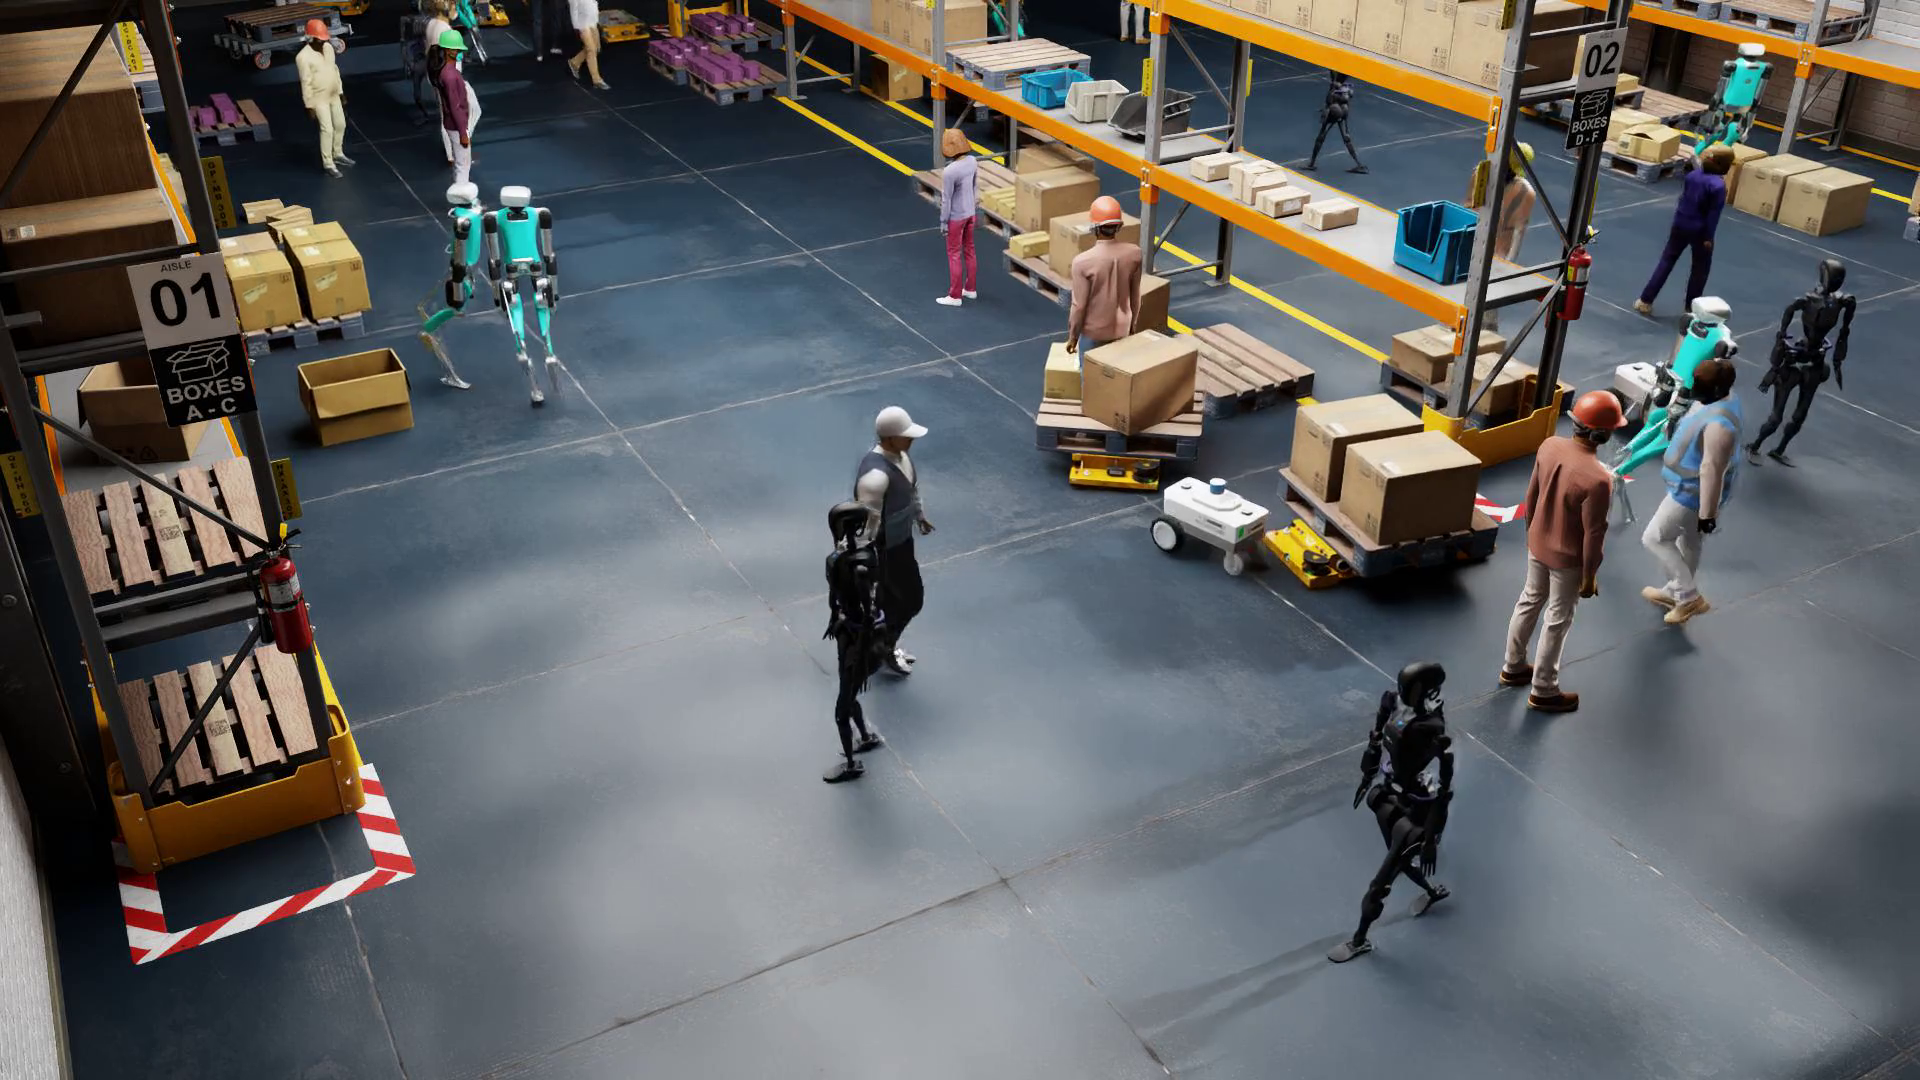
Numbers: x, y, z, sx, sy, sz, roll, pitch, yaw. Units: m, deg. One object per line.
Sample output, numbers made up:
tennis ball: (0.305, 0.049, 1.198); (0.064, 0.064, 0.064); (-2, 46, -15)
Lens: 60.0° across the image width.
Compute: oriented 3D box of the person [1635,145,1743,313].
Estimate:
person: (6.533, -2.761, 14.897); (0.577, 1.590, 0.559); (-10, 31, -17)

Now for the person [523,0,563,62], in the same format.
person: (-5.808, -7.608, 23.089); (0.545, 1.825, 0.533); (2, 30, 4)

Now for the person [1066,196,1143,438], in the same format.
person: (1.064, -1.598, 12.461); (0.622, 1.991, 0.394); (-15, 33, -25)

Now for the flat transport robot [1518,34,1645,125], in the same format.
flat transport robot: (7.685, -5.264, 20.574); (0.659, 0.231, 1.431); (-16, 33, -25)

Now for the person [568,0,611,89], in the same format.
person: (-4.937, -6.812, 21.804); (0.660, 1.720, 0.580); (11, 32, 19)

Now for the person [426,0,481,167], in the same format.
person: (-5.716, -5.159, 18.743); (0.472, 1.918, 0.622); (-24, 38, -35)

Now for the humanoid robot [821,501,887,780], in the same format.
humanoid robot: (-0.617, 0.523, 9.074); (0.386, 1.645, 0.608); (-11, 32, -18)

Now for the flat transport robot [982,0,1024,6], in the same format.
flat transport robot: (0.478, -8.797, 26.724); (0.659, 0.231, 1.431); (-9, 31, -15)

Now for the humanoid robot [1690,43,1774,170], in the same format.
humanoid robot: (8.072, -4.411, 17.701); (0.554, 1.868, 0.836); (-1, 30, -2)

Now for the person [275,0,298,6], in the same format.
person: (-10.097, -8.617, 24.831); (0.431, 1.845, 0.619); (11, 32, 18)

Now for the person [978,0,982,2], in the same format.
person: (0.079, -6.740, 21.500); (0.405, 1.906, 0.650); (-7, 31, -12)

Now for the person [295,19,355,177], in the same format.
person: (-7.099, -4.944, 18.549); (0.483, 1.726, 0.654); (10, 31, 16)

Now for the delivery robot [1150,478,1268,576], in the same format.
delivery robot: (1.723, -0.135, 11.377); (0.499, 0.614, 0.817); (-26, 39, -38)

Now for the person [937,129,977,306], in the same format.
person: (-0.020, -2.936, 15.157); (0.288, 1.629, 0.498); (19, 35, 29)

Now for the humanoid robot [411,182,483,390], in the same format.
humanoid robot: (-4.171, -1.994, 13.434); (0.807, 1.803, 0.557); (-2, 30, -4)

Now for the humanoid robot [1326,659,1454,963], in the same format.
humanoid robot: (2.141, 1.243, 7.883); (0.761, 1.636, 0.615); (-12, 32, -21)

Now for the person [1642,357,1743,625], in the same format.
person: (4.576, -0.310, 10.393); (0.470, 1.824, 0.605); (20, 36, 31)

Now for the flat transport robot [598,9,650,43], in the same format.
flat transport robot: (-5.163, -7.652, 24.730); (0.659, 0.231, 1.431); (-15, 33, -24)

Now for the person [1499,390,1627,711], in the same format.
person: (3.486, 0.055, 9.584); (0.394, 1.991, 0.622); (-9, 31, -15)

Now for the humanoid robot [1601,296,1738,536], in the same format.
humanoid robot: (4.647, -0.785, 11.318); (0.876, 1.781, 0.563); (-5, 30, -9)

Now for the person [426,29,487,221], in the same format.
person: (-5.184, -4.269, 17.163); (0.432, 1.944, 0.488); (-10, 31, -17)

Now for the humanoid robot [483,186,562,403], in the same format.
humanoid robot: (-3.406, -1.834, 13.169); (0.547, 1.831, 0.721); (-9, 31, -15)

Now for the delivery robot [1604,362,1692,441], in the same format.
delivery robot: (5.447, -1.105, 13.061); (0.499, 0.609, 0.812); (-10, 31, -17)

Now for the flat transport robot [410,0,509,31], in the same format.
flat transport robot: (-7.597, -7.894, 25.152); (1.431, 0.231, 0.659); (-10, 31, -17)

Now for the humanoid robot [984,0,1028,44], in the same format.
humanoid robot: (0.632, -7.204, 22.495); (0.551, 1.802, 0.787); (19, 35, 29)

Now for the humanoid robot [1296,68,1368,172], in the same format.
humanoid robot: (4.243, -4.911, 18.596); (0.783, 1.627, 0.588); (13, 32, 22)

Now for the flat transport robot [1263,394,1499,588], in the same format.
flat transport robot: (2.882, -0.015, 11.436); (1.431, 0.231, 0.659); (-10, 31, -16)

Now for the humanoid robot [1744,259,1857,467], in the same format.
humanoid robot: (6.224, -1.300, 12.270); (0.603, 1.646, 0.343); (-3, 30, -5)

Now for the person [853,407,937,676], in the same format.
person: (-0.391, 0.017, 9.885); (0.503, 1.745, 0.756); (8, 31, 14)

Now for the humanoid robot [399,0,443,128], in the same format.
humanoid robot: (-6.426, -5.792, 20.084); (0.612, 1.647, 0.463); (1, 30, 2)

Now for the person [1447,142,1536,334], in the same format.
person: (4.468, -2.521, 14.195); (0.378, 1.877, 0.731); (-26, 39, -37)

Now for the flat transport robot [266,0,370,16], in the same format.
flat transport robot: (-9.991, -8.319, 25.891); (1.431, 0.231, 0.659); (-3, 30, -5)

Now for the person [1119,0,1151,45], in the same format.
person: (2.527, -8.114, 23.905); (0.561, 1.895, 0.379); (23, 37, 35)

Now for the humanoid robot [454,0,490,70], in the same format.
humanoid robot: (-6.695, -7.325, 22.709); (0.935, 1.773, 0.546); (26, 39, 37)

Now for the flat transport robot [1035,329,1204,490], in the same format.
flat transport robot: (1.239, -0.798, 12.800); (0.659, 0.231, 1.431); (5, 30, 8)

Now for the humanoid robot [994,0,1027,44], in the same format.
humanoid robot: (0.733, -7.703, 23.416); (0.461, 1.644, 0.615); (8, 31, 14)
